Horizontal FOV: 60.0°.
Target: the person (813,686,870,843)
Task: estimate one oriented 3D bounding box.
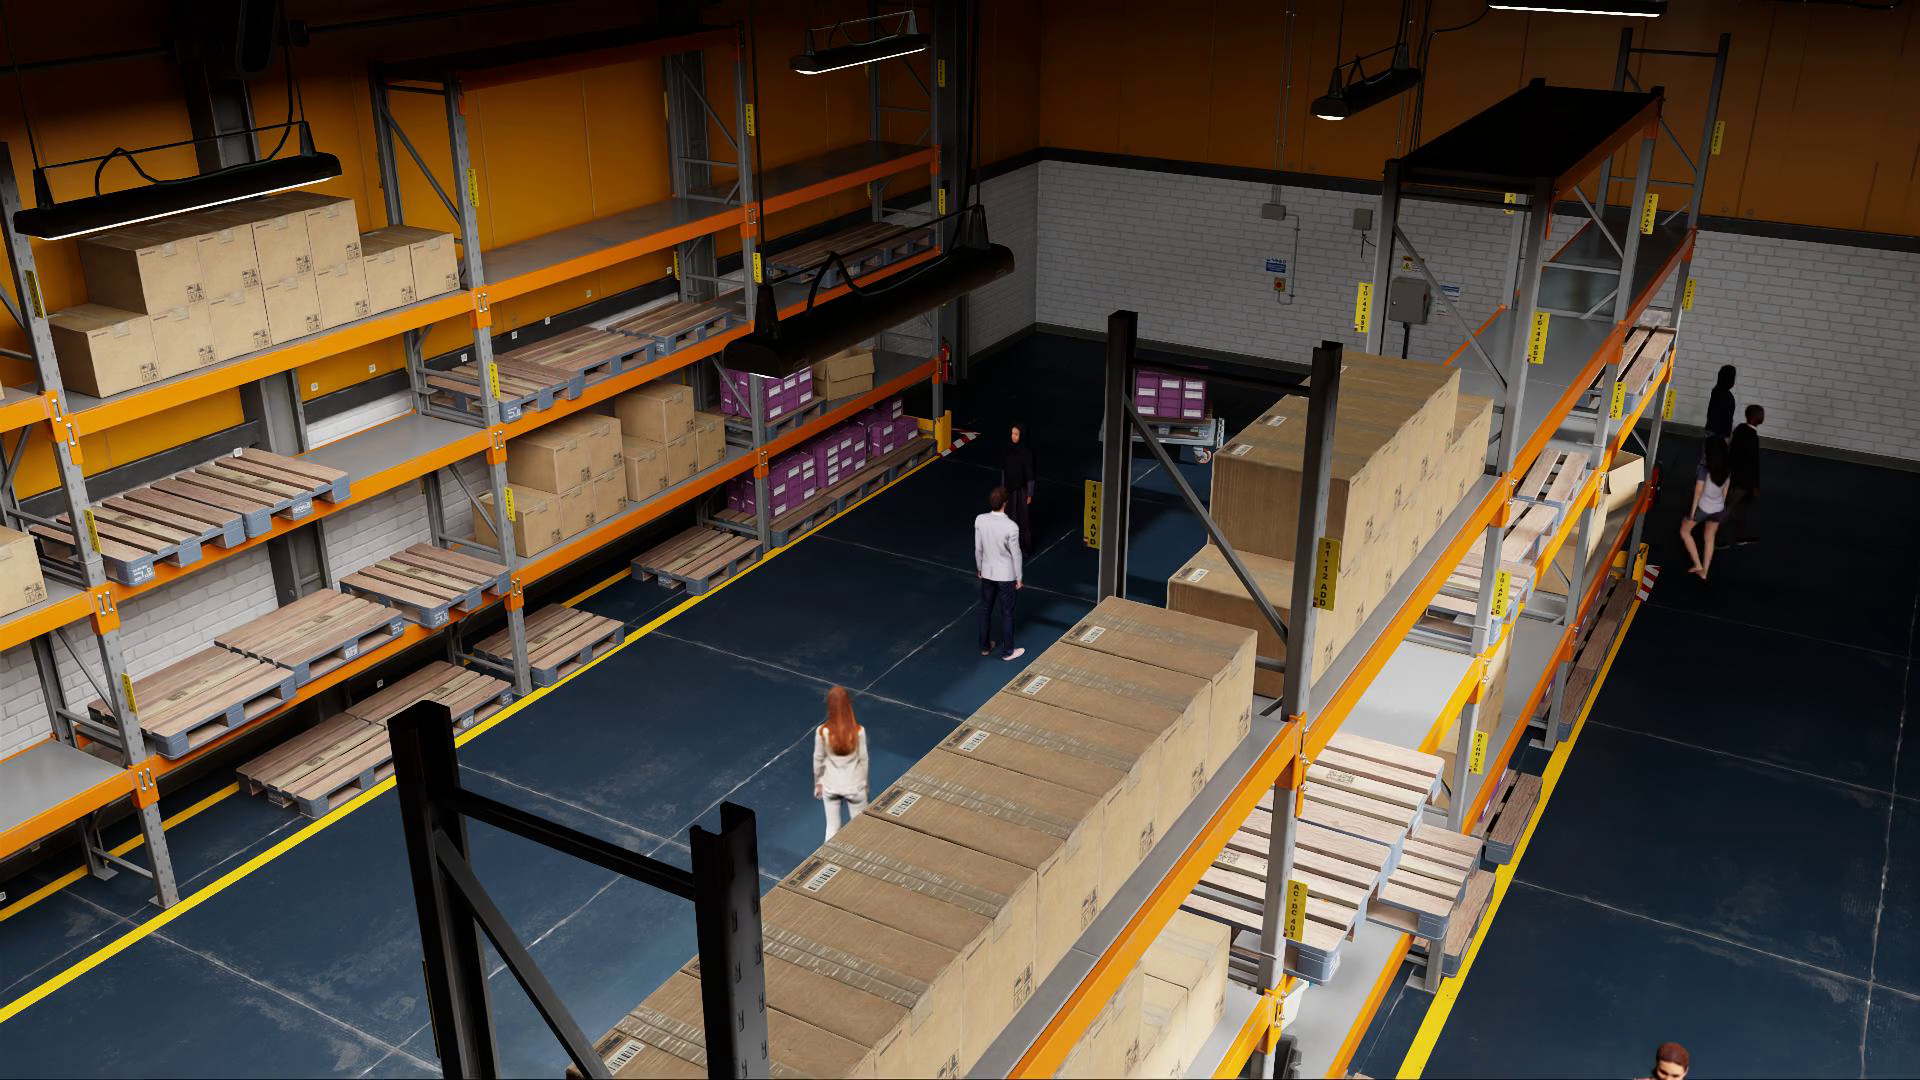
[{"bbox_3d":[-0.920,1.974,13.262,0.672,1.698,0.673,1,24,3],"label":"person"}]

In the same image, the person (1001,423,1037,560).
[{"bbox_3d":[0.674,-0.588,19.226,0.645,1.615,0.640,19,30,37],"label":"person"}]

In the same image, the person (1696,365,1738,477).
[{"bbox_3d":[9.494,-1.363,20.853,0.748,1.733,0.647,-2,24,-4],"label":"person"}]

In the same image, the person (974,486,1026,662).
[{"bbox_3d":[0.387,0.330,16.830,0.669,1.853,0.561,14,27,28],"label":"person"}]

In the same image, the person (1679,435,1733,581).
[{"bbox_3d":[8.362,-0.329,18.526,0.745,1.701,0.813,-7,25,-15],"label":"person"}]

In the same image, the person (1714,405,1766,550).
[{"bbox_3d":[8.956,-0.714,19.308,0.963,1.781,0.970,3,24,7],"label":"person"}]
